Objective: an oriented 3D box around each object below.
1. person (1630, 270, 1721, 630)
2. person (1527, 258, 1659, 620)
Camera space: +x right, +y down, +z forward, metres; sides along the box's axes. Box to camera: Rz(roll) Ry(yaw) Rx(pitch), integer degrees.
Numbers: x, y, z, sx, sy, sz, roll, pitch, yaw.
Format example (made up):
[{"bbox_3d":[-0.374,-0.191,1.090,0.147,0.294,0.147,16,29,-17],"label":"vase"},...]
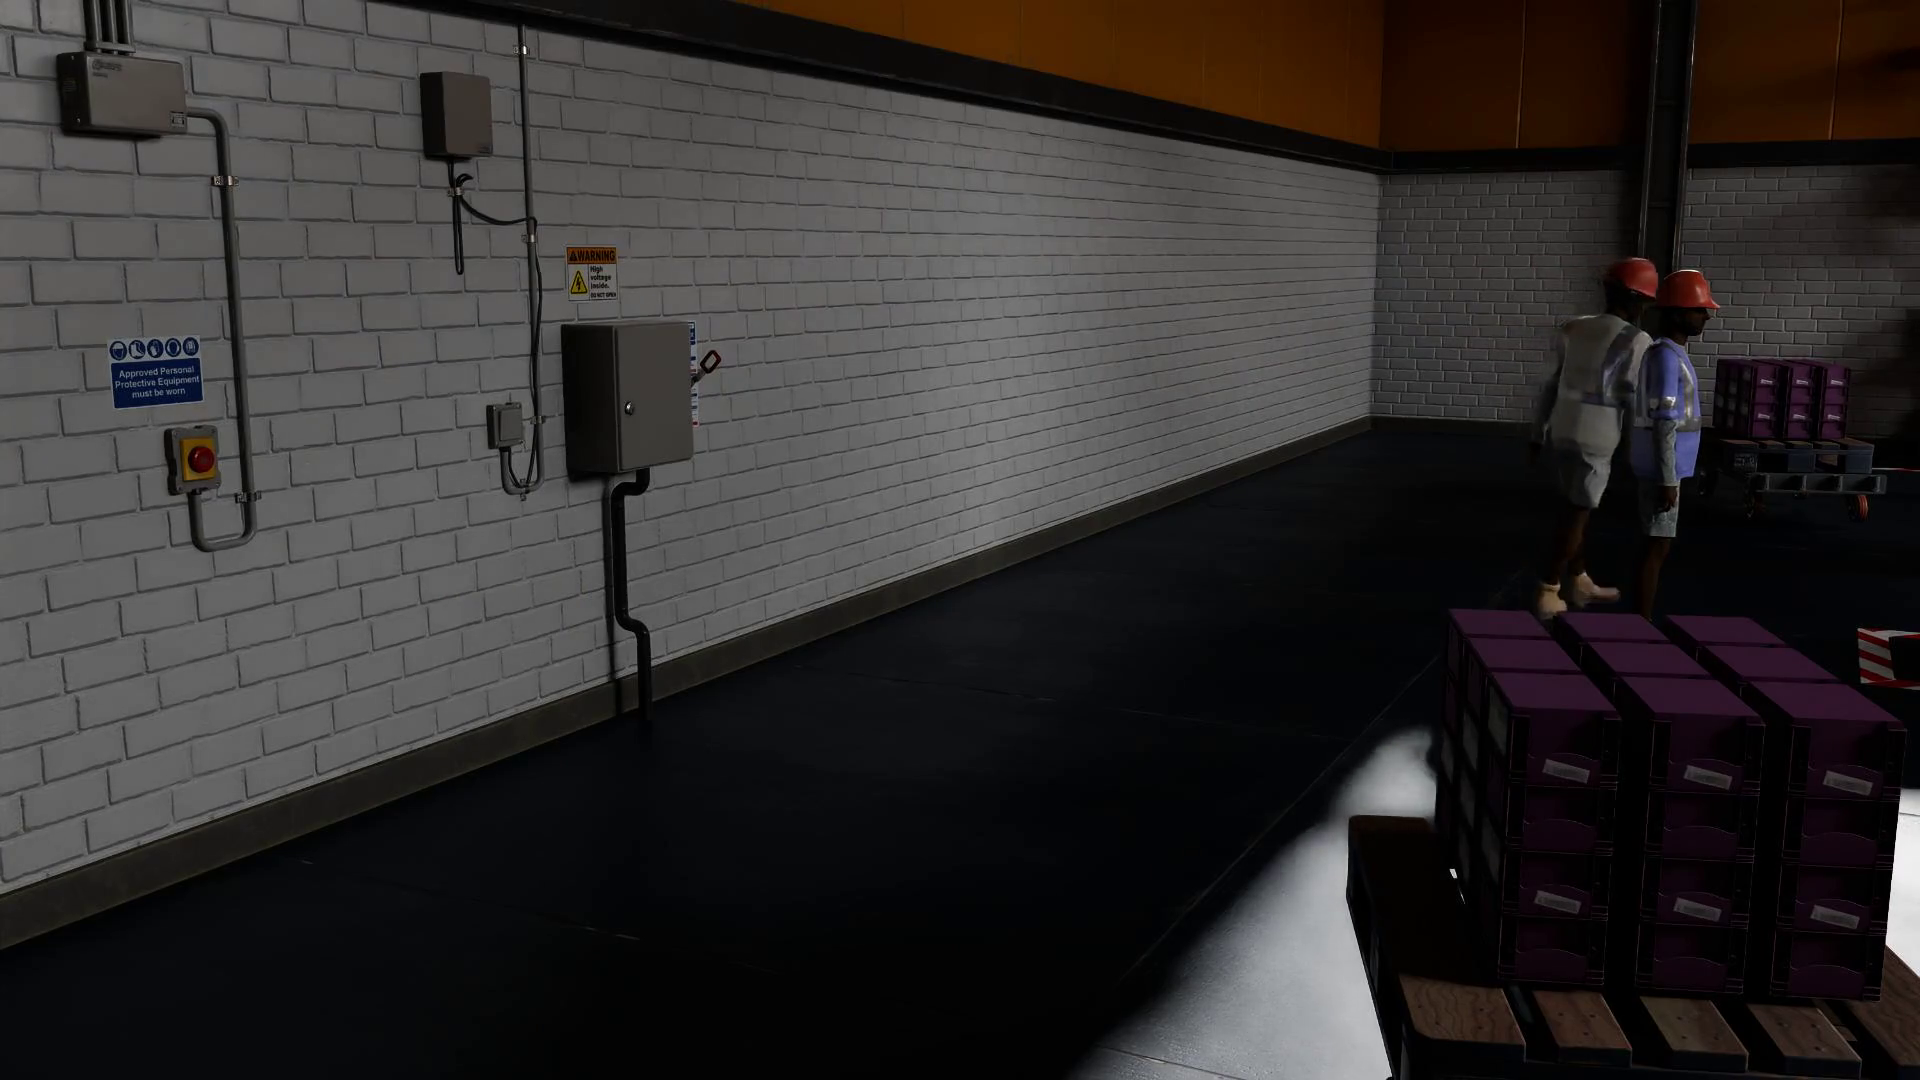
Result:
[{"bbox_3d":[3.507,-0.355,8.228,0.358,1.937,0.548,4,11,21],"label":"person"},{"bbox_3d":[3.525,-0.545,9.178,0.796,1.986,0.716,-5,11,-26],"label":"person"}]
